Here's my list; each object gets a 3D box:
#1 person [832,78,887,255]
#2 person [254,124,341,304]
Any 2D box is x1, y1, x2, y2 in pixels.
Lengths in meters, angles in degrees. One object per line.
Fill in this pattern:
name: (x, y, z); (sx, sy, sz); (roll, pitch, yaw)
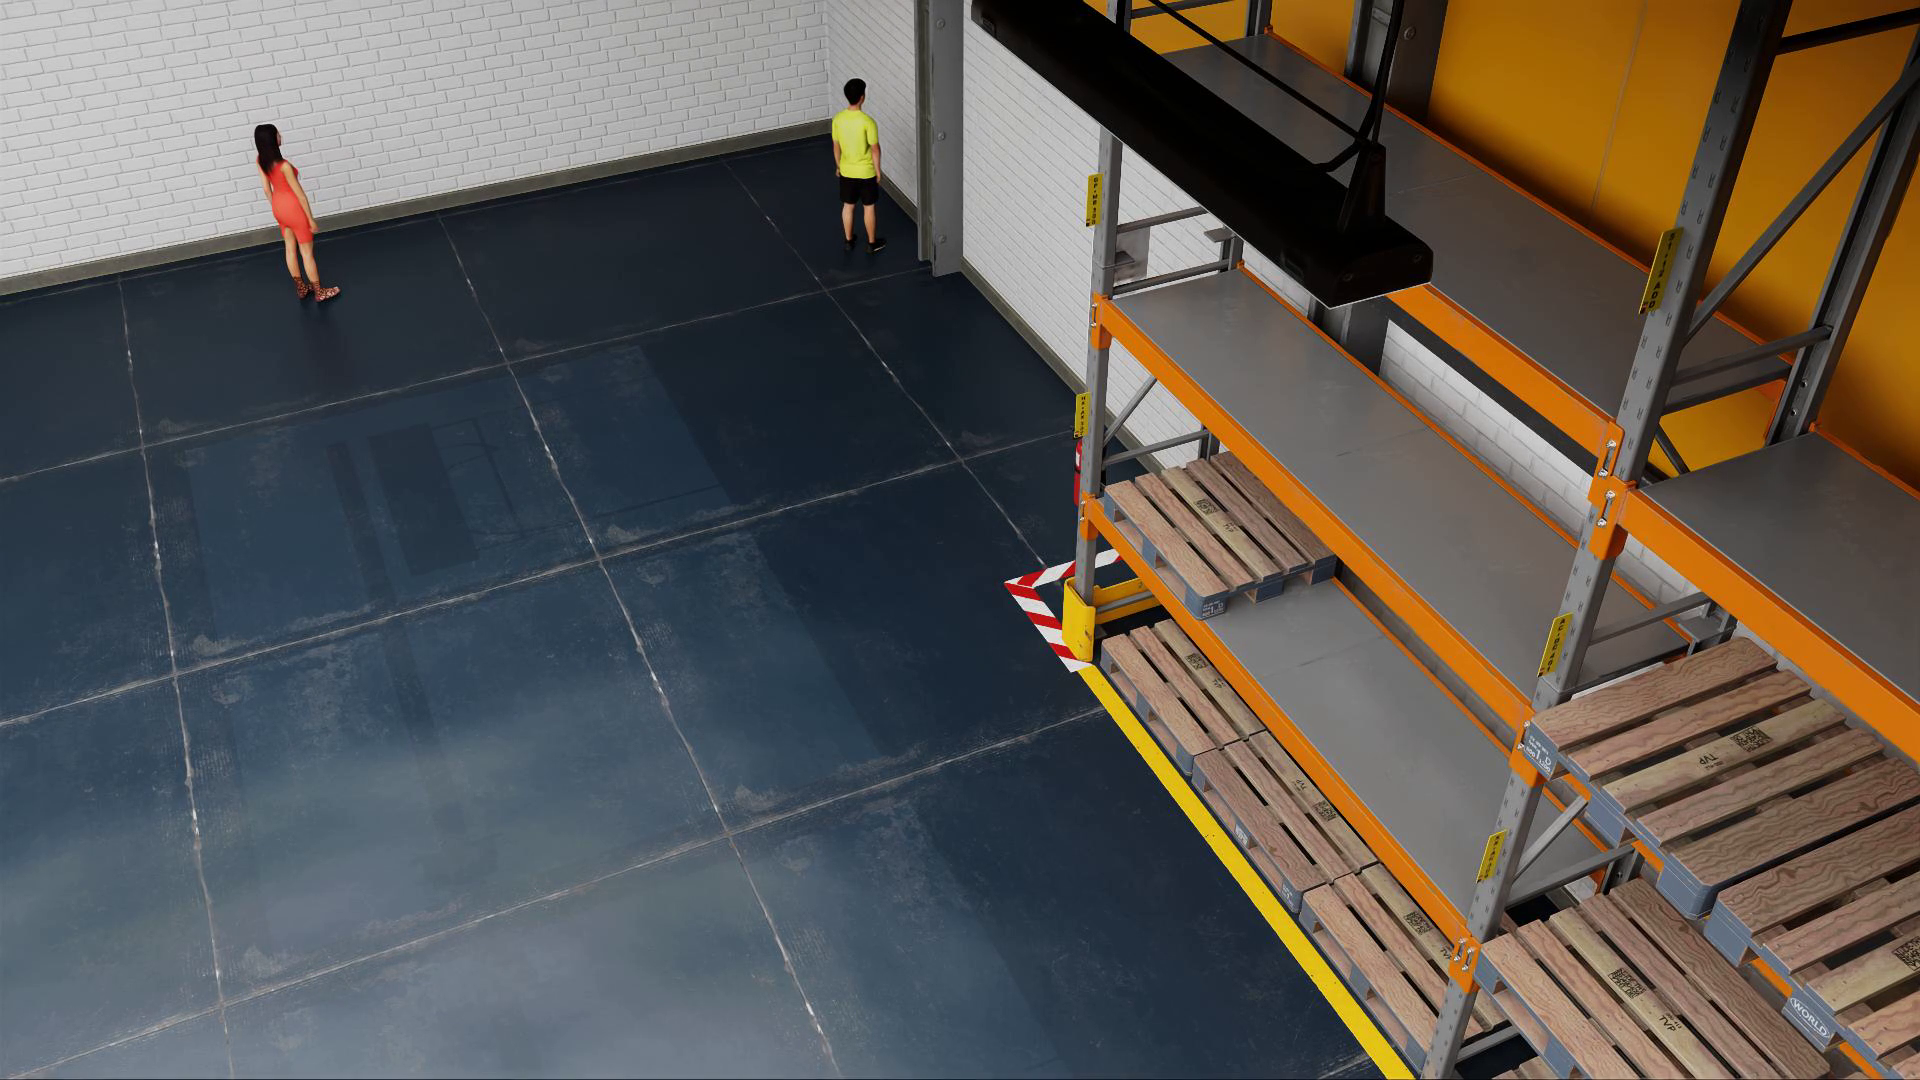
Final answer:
person: (-0.964, -3.521, 15.706); (0.691, 1.708, 0.755); (14, 41, 17)
person: (-6.021, -2.937, 14.965); (0.656, 1.719, 0.731); (16, 41, 19)
